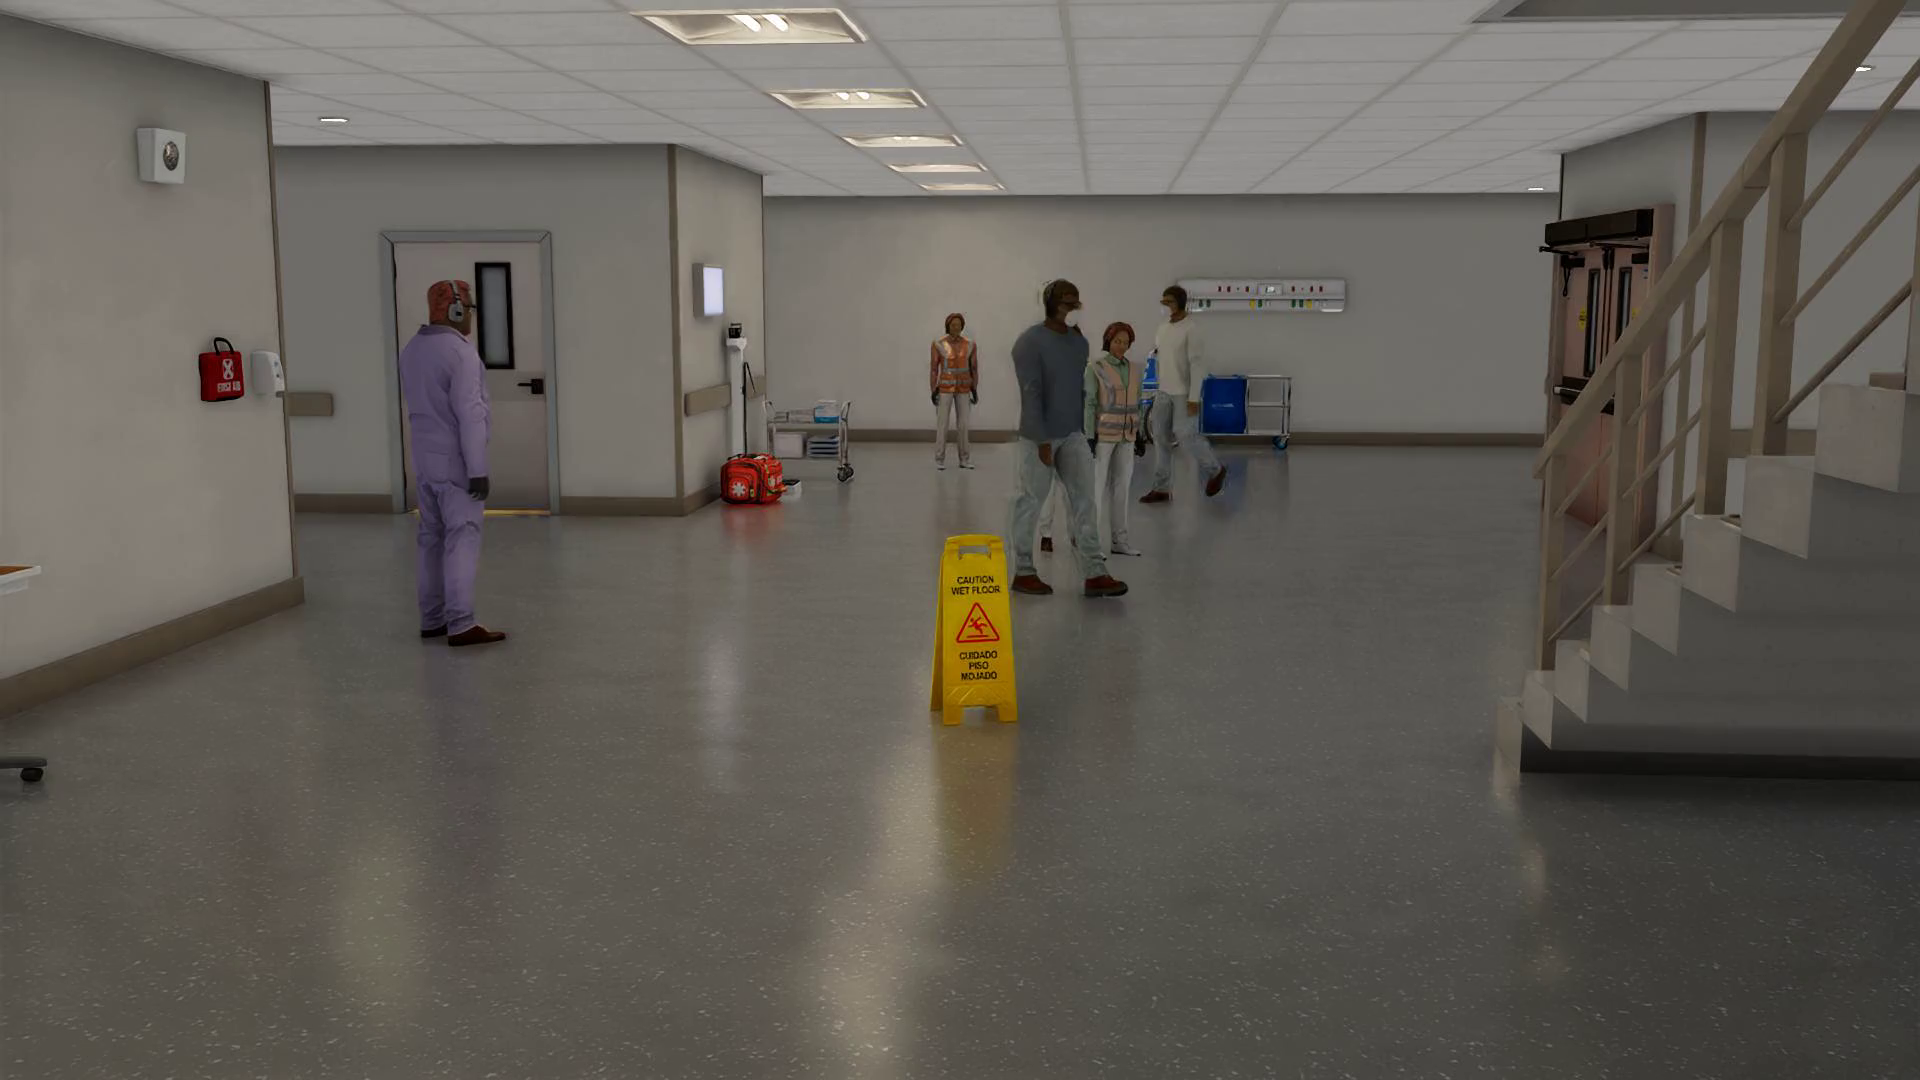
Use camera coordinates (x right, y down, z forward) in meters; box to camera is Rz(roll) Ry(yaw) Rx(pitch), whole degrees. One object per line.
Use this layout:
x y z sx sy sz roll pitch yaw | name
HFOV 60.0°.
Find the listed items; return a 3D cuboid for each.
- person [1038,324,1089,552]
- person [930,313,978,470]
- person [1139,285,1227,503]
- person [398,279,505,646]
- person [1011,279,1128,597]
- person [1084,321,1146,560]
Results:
0.753 -0.732 11.805 0.500 1.636 0.282 -2 9 -15 | person
-0.063 -1.545 17.340 0.518 1.636 0.311 -2 9 -15 | person
1.968 -1.271 14.571 0.753 1.921 0.627 -5 10 -32 | person
-2.645 -0.403 8.698 0.648 1.901 0.400 8 12 44 | person
0.634 -0.584 9.898 0.630 1.909 0.874 -7 11 -40 | person
1.061 -0.687 11.497 0.512 1.639 0.311 -6 10 -34 | person
